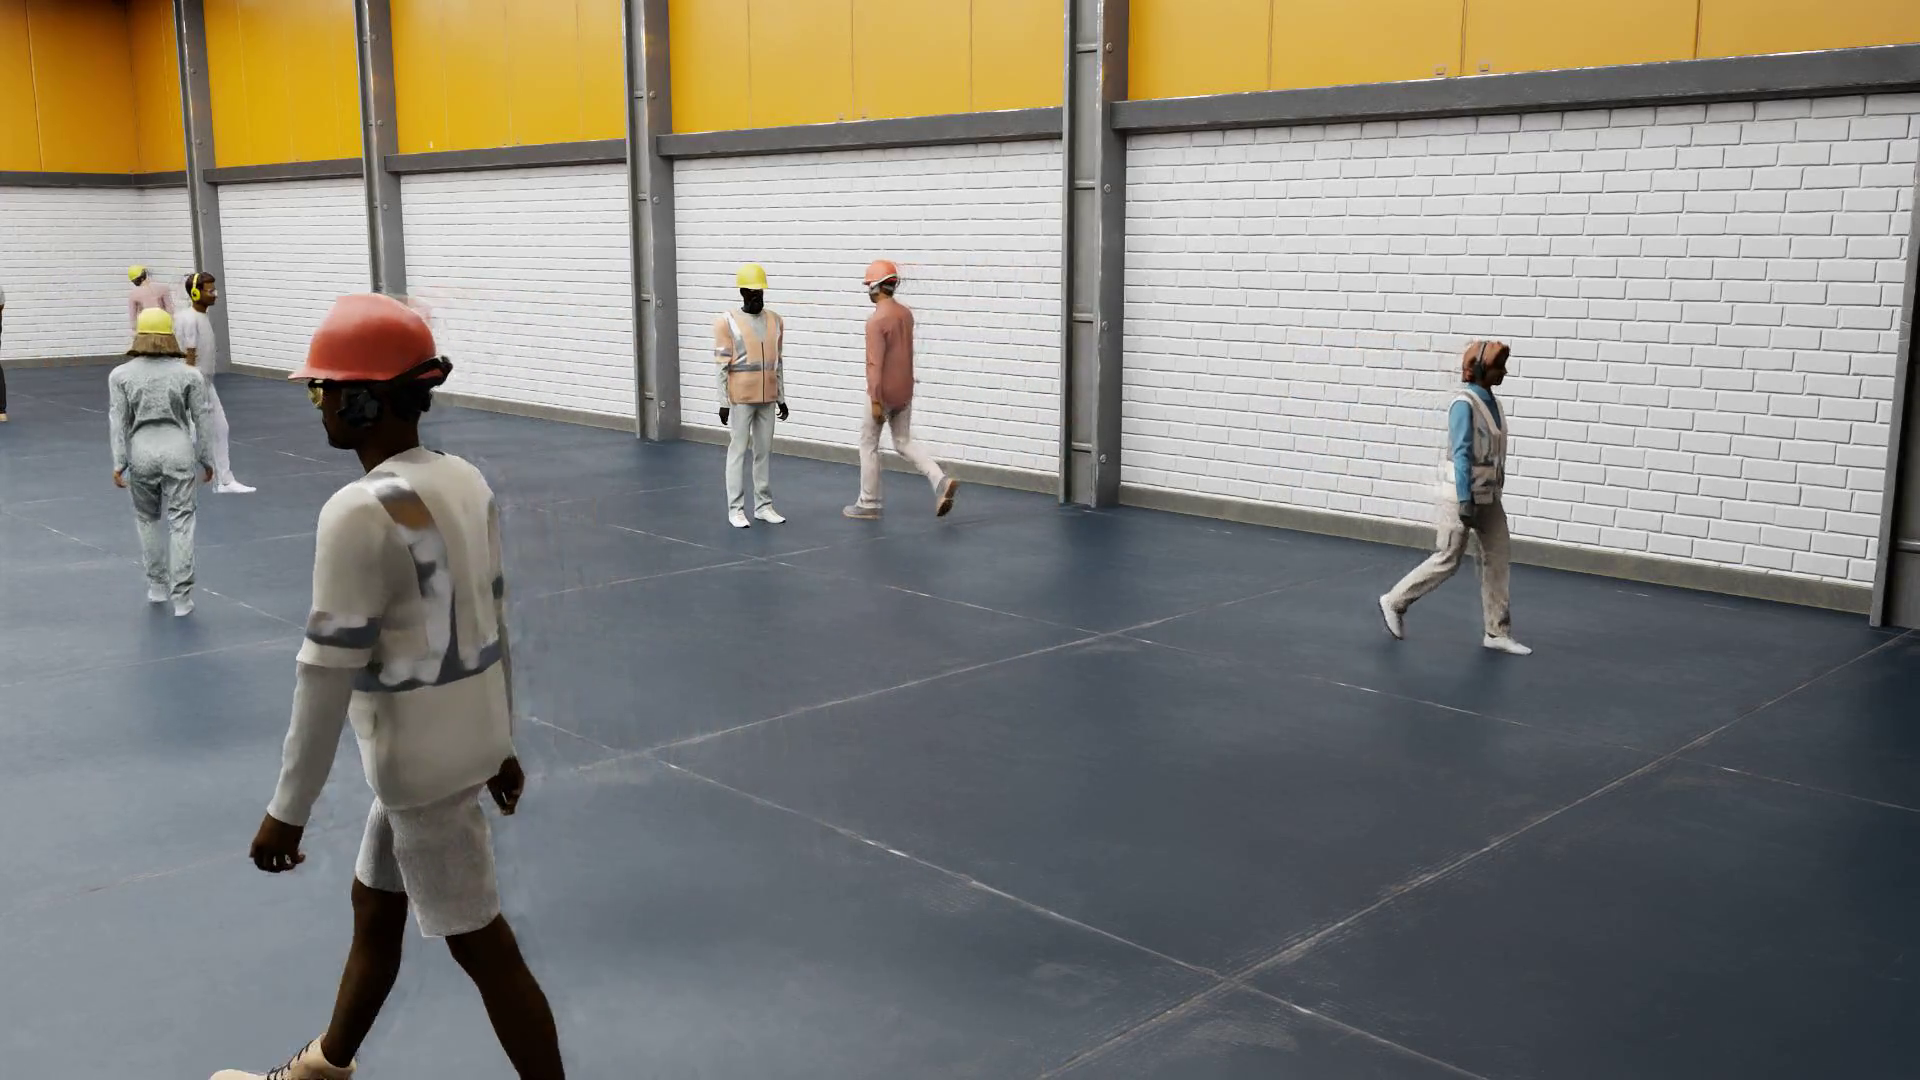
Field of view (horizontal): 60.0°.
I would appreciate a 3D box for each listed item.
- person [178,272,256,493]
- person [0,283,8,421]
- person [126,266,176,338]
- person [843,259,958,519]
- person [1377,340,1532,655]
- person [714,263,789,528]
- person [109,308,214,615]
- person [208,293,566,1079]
[{"bbox_3d":[-6.312,-1.265,13.630,0.807,1.838,0.524,-2,11,-10],"label":"person"},{"bbox_3d":[-11.192,-2.332,18.860,0.539,2.000,0.688,2,11,9],"label":"person"},{"bbox_3d":[-11.152,-2.932,23.035,0.636,1.719,0.323,-6,12,-32],"label":"person"},{"bbox_3d":[-0.460,-1.104,12.384,0.858,1.962,0.610,6,12,31],"label":"person"},{"bbox_3d":[2.576,-0.230,8.569,0.730,1.612,0.516,9,14,42],"label":"person"},{"bbox_3d":[-1.513,-1.057,12.215,0.595,1.925,0.373,-9,14,-41],"label":"person"},{"bbox_3d":[-4.545,-0.457,9.506,0.519,1.717,0.702,-4,11,-22],"label":"person"},{"bbox_3d":[-1.292,0.477,3.650,1.030,1.999,0.616,0,10,1],"label":"person"}]
